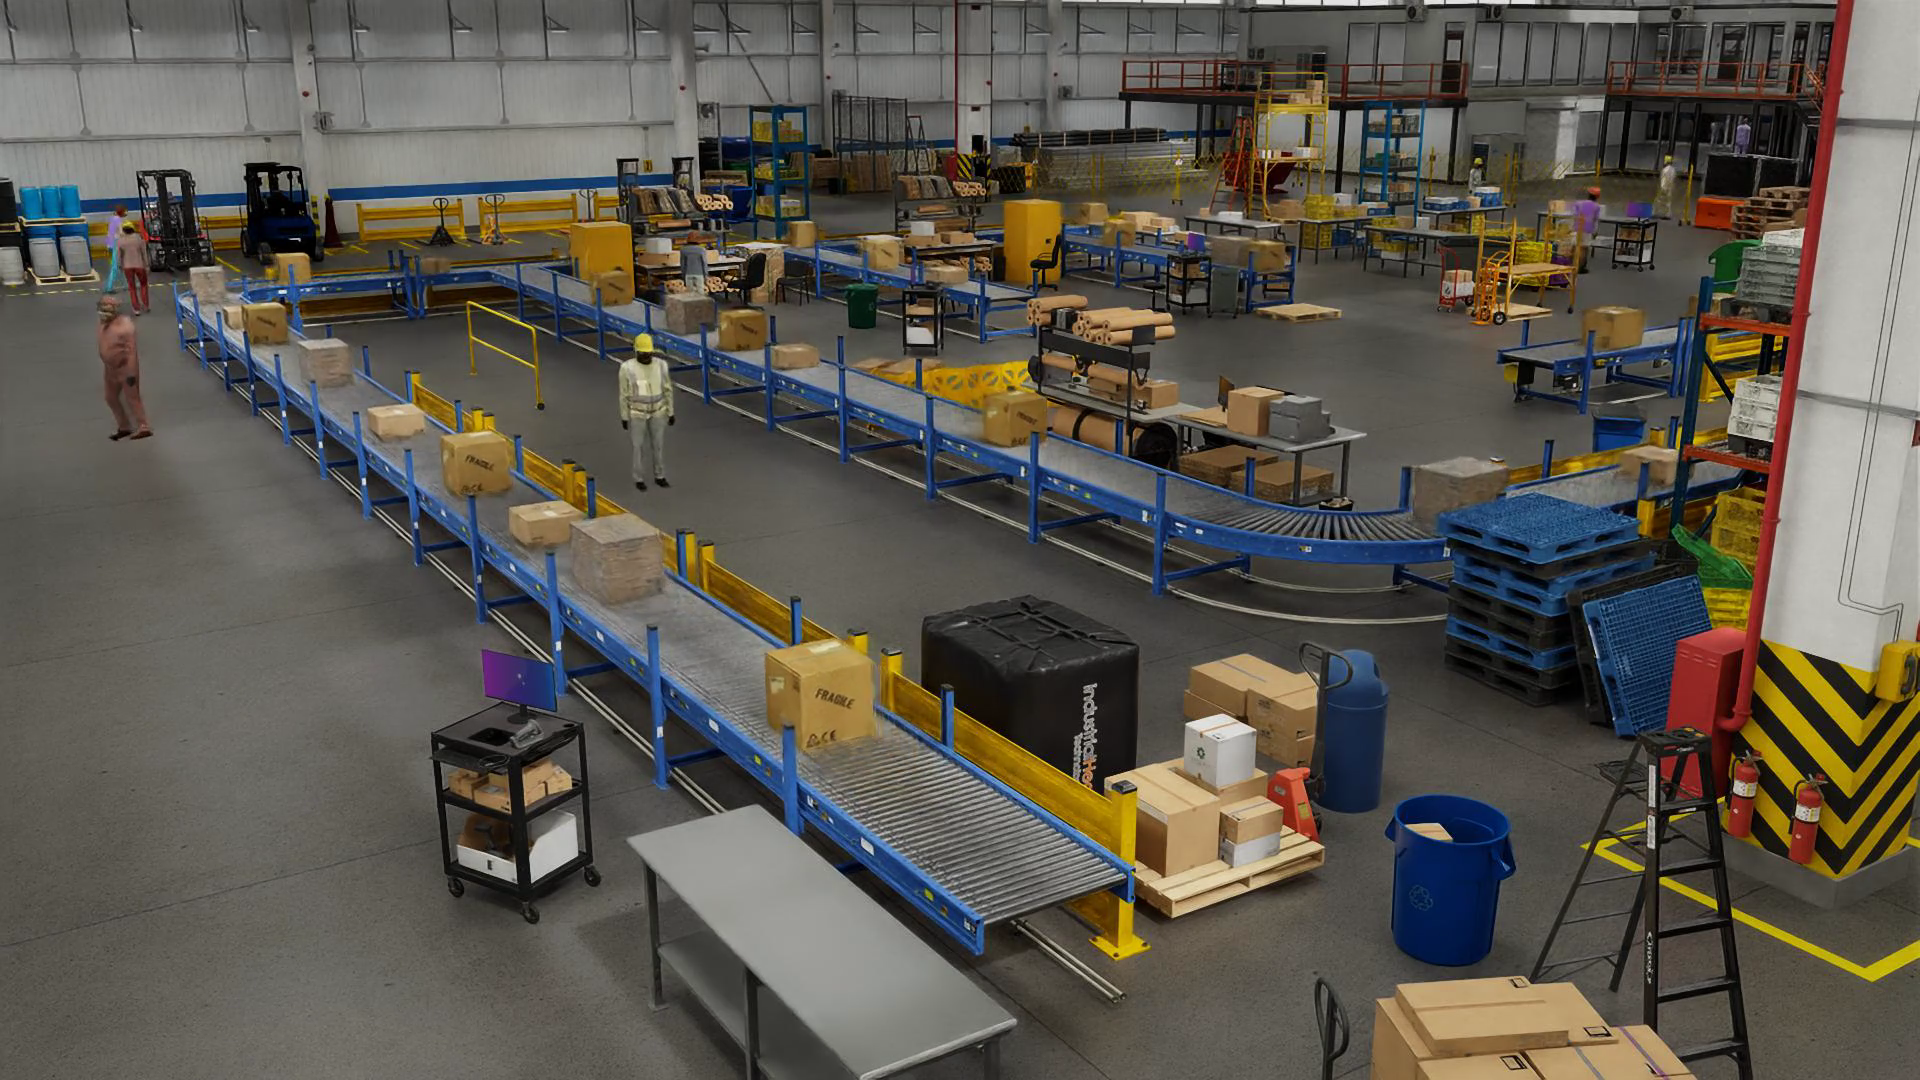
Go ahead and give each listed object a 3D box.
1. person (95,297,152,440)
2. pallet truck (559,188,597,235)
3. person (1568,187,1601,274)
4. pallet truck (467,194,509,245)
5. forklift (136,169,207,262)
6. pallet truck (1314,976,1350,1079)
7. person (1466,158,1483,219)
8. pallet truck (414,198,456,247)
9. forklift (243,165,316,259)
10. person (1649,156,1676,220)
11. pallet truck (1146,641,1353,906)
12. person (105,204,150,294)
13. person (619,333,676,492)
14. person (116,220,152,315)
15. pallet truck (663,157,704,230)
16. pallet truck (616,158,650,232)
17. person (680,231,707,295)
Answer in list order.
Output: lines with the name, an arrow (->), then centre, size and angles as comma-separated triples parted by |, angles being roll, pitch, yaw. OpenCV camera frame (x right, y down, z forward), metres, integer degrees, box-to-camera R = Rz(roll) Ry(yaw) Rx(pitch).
person -> -10.666, -2.180, 21.197 | 0.663, 1.868, 0.594 | 7, 18, 23
pallet truck -> -10.010, -8.652, 43.699 | 0.653, 1.274, 1.630 | -10, 20, -31
person -> 13.636, -6.798, 36.543 | 0.742, 1.887, 0.435 | 9, 19, 27
pallet truck -> -11.983, -8.177, 42.137 | 0.704, 1.261, 1.522 | -11, 20, -33
forklift -> -17.842, -7.318, 37.559 | 1.157, 1.987, 2.680 | -10, 20, -31
pallet truck -> 2.299, 2.390, 7.086 | 1.601, 1.201, 0.680 | -2, 17, -7
person -> 14.769, -10.065, 47.663 | 0.480, 1.736, 0.323 | -14, 22, -39
pallet truck -> -13.250, -8.060, 41.856 | 0.680, 1.201, 1.601 | -10, 20, -31
forklift -> -15.898, -7.669, 38.708 | 1.157, 1.987, 2.680 | -11, 20, -33
person -> 20.093, -10.083, 47.614 | 0.600, 1.797, 0.852 | -8, 19, -25
pallet truck -> 1.664, 1.407, 10.232 | 1.630, 1.274, 0.653 | -10, 20, -31
person -> -16.982, -5.895, 33.687 | 0.951, 1.791, 0.597 | -13, 21, -36
person -> -3.533, -1.447, 18.871 | 0.624, 1.818, 0.419 | -9, 19, -27
person -> -15.465, -5.116, 31.165 | 0.553, 1.737, 0.739 | -6, 18, -18
pallet truck -> -7.586, -9.308, 44.692 | 0.823, 1.965, 1.885 | -11, 20, -33
pallet truck -> -8.918, -9.176, 44.255 | 0.823, 1.965, 1.885 | -9, 19, -27
person -> -4.857, -4.826, 30.402 | 0.501, 1.633, 0.281 | 2, 17, 6
